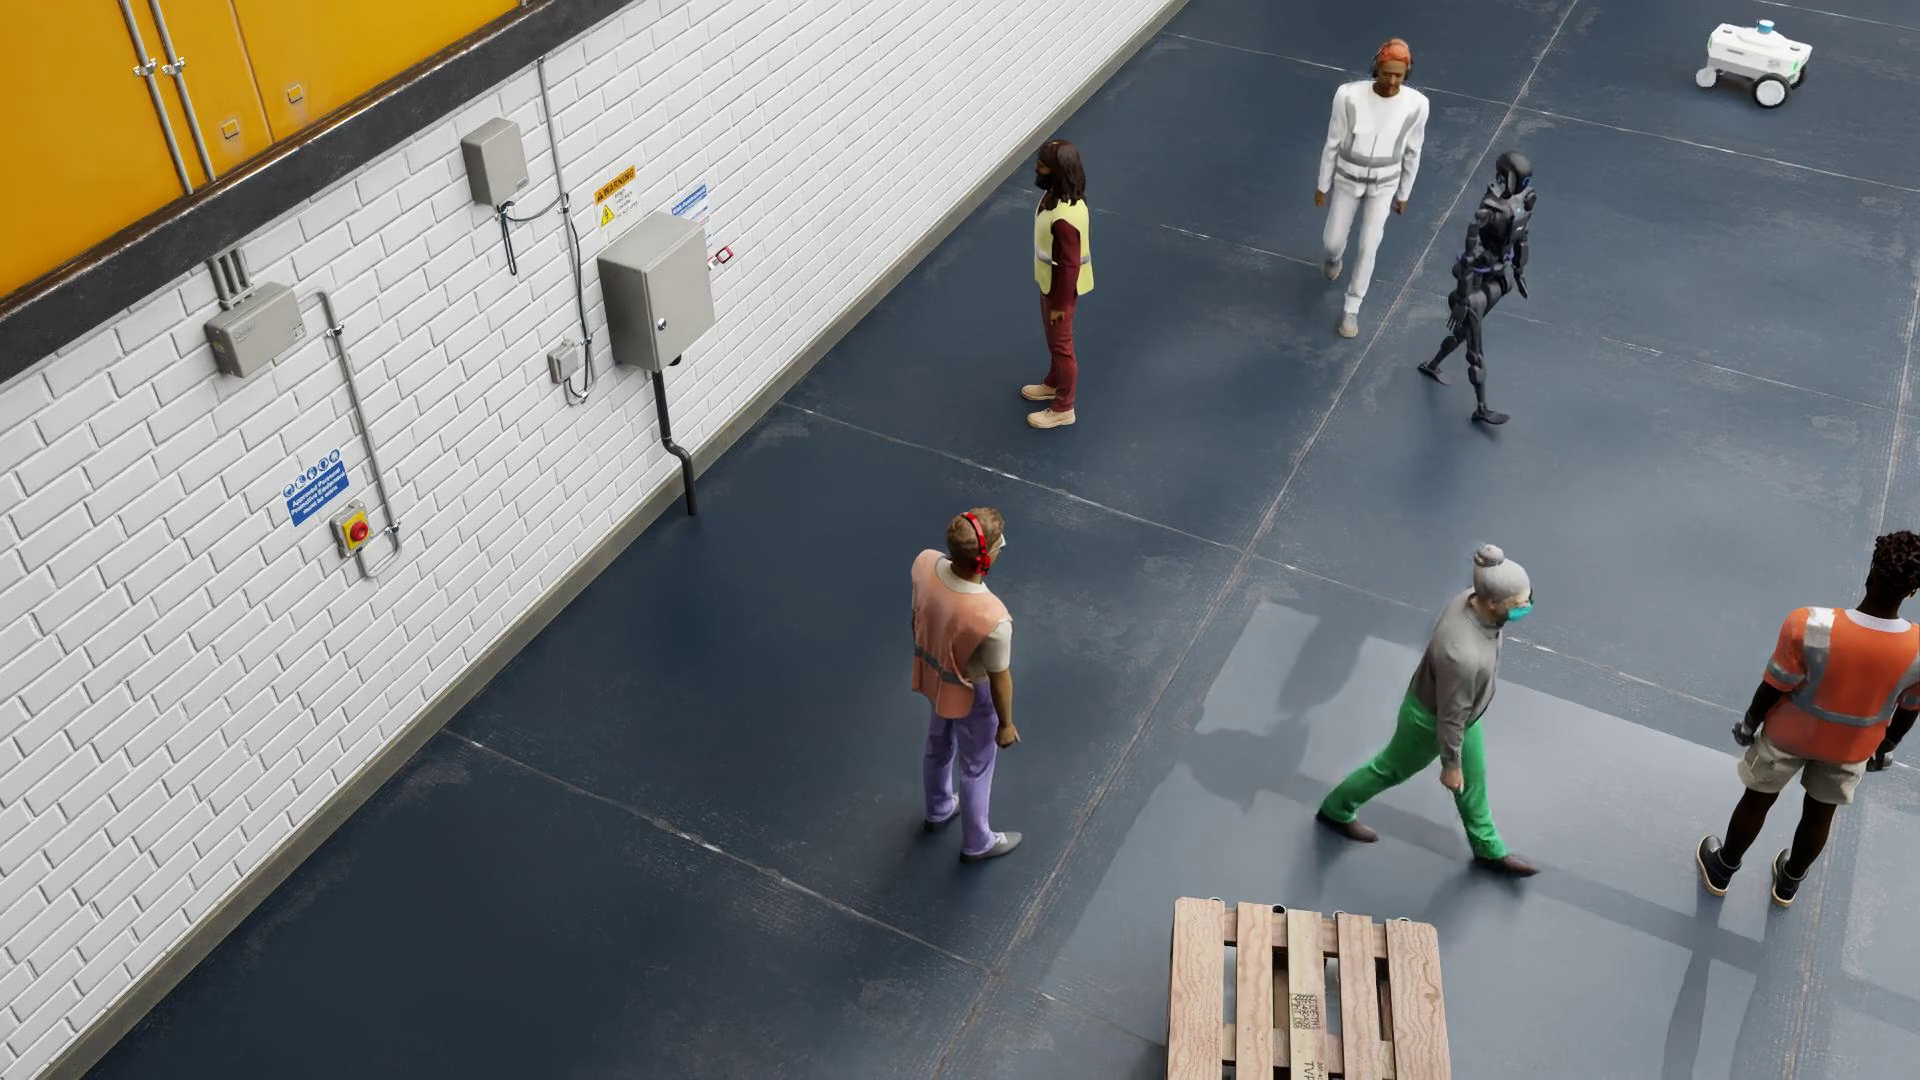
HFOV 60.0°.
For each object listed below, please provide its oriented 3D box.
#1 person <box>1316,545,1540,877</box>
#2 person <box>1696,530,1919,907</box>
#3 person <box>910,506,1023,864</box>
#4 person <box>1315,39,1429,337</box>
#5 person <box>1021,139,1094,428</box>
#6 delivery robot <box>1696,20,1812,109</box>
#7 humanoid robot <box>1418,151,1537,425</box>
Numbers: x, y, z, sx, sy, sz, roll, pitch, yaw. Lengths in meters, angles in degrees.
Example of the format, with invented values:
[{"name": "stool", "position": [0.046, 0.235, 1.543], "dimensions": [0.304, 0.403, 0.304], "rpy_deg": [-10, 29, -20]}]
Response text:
[{"name": "person", "position": [2.026, 0.724, 6.844], "dimensions": [0.955, 1.789, 0.546], "rpy_deg": [21, 45, 23]}, {"name": "person", "position": [3.451, 0.751, 6.668], "dimensions": [0.612, 1.964, 0.361], "rpy_deg": [10, 42, 12]}, {"name": "person", "position": [0.008, 0.626, 6.905], "dimensions": [0.382, 1.844, 0.564], "rpy_deg": [-27, 48, -28]}, {"name": "person", "position": [2.478, -2.191, 10.153], "dimensions": [0.593, 1.866, 0.651], "rpy_deg": [8, 41, 9]}, {"name": "person", "position": [0.561, -1.432, 9.349], "dimensions": [0.363, 1.767, 0.476], "rpy_deg": [-2, 41, -3]}, {"name": "delivery robot", "position": [6.224, -3.726, 12.953], "dimensions": [0.790, 0.614, 0.499], "rpy_deg": [27, 48, 28]}, {"name": "humanoid robot", "position": [3.048, -1.466, 9.491], "dimensions": [0.589, 1.625, 0.765], "rpy_deg": [-27, 48, -28]}]
